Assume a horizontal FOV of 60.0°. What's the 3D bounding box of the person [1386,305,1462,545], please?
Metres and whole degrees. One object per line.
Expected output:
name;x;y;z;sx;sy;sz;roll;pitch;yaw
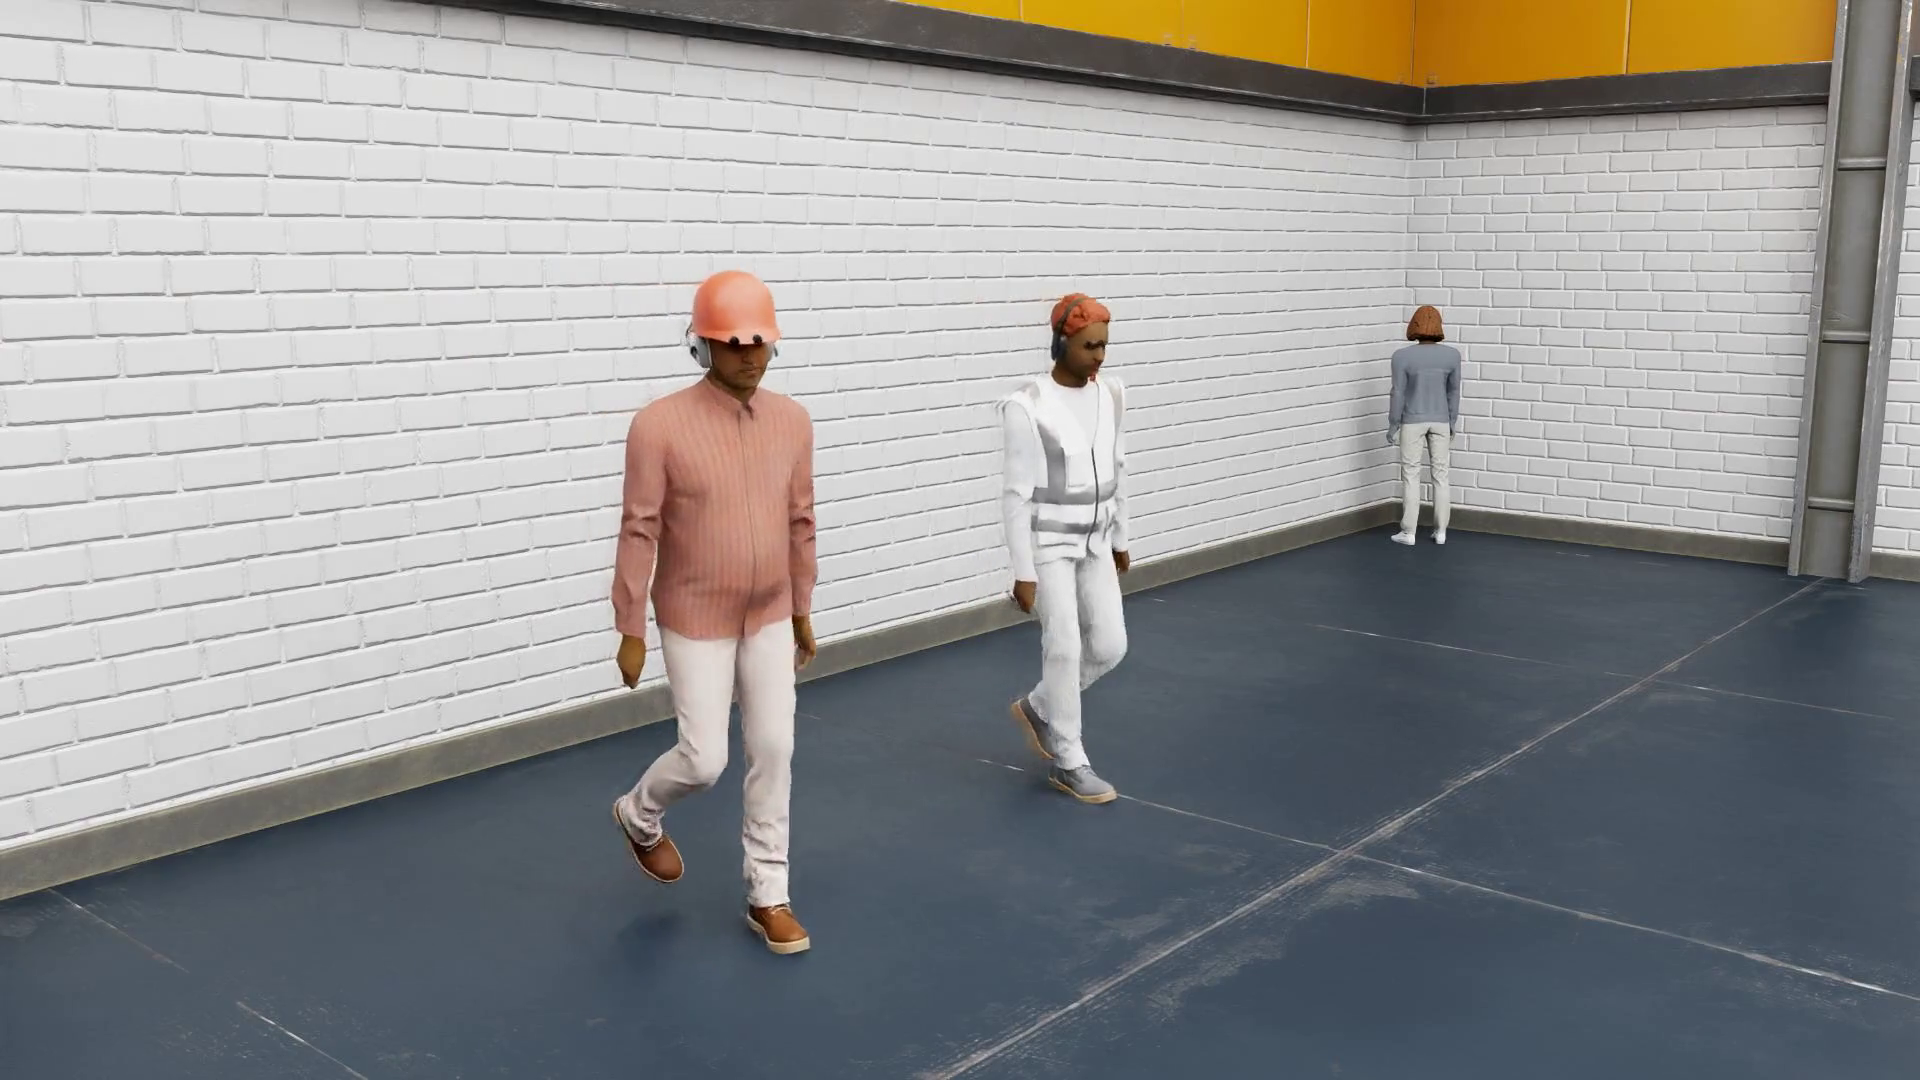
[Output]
person;3.163;-0.778;11.366;0.500;1.634;0.286;-1;10;-5

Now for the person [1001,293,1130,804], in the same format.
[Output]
person;0.373;0.032;6.085;0.634;1.867;0.502;-8;13;-39

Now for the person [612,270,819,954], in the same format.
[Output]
person;-0.723;0.201;4.838;0.653;1.966;0.686;-8;13;-39
